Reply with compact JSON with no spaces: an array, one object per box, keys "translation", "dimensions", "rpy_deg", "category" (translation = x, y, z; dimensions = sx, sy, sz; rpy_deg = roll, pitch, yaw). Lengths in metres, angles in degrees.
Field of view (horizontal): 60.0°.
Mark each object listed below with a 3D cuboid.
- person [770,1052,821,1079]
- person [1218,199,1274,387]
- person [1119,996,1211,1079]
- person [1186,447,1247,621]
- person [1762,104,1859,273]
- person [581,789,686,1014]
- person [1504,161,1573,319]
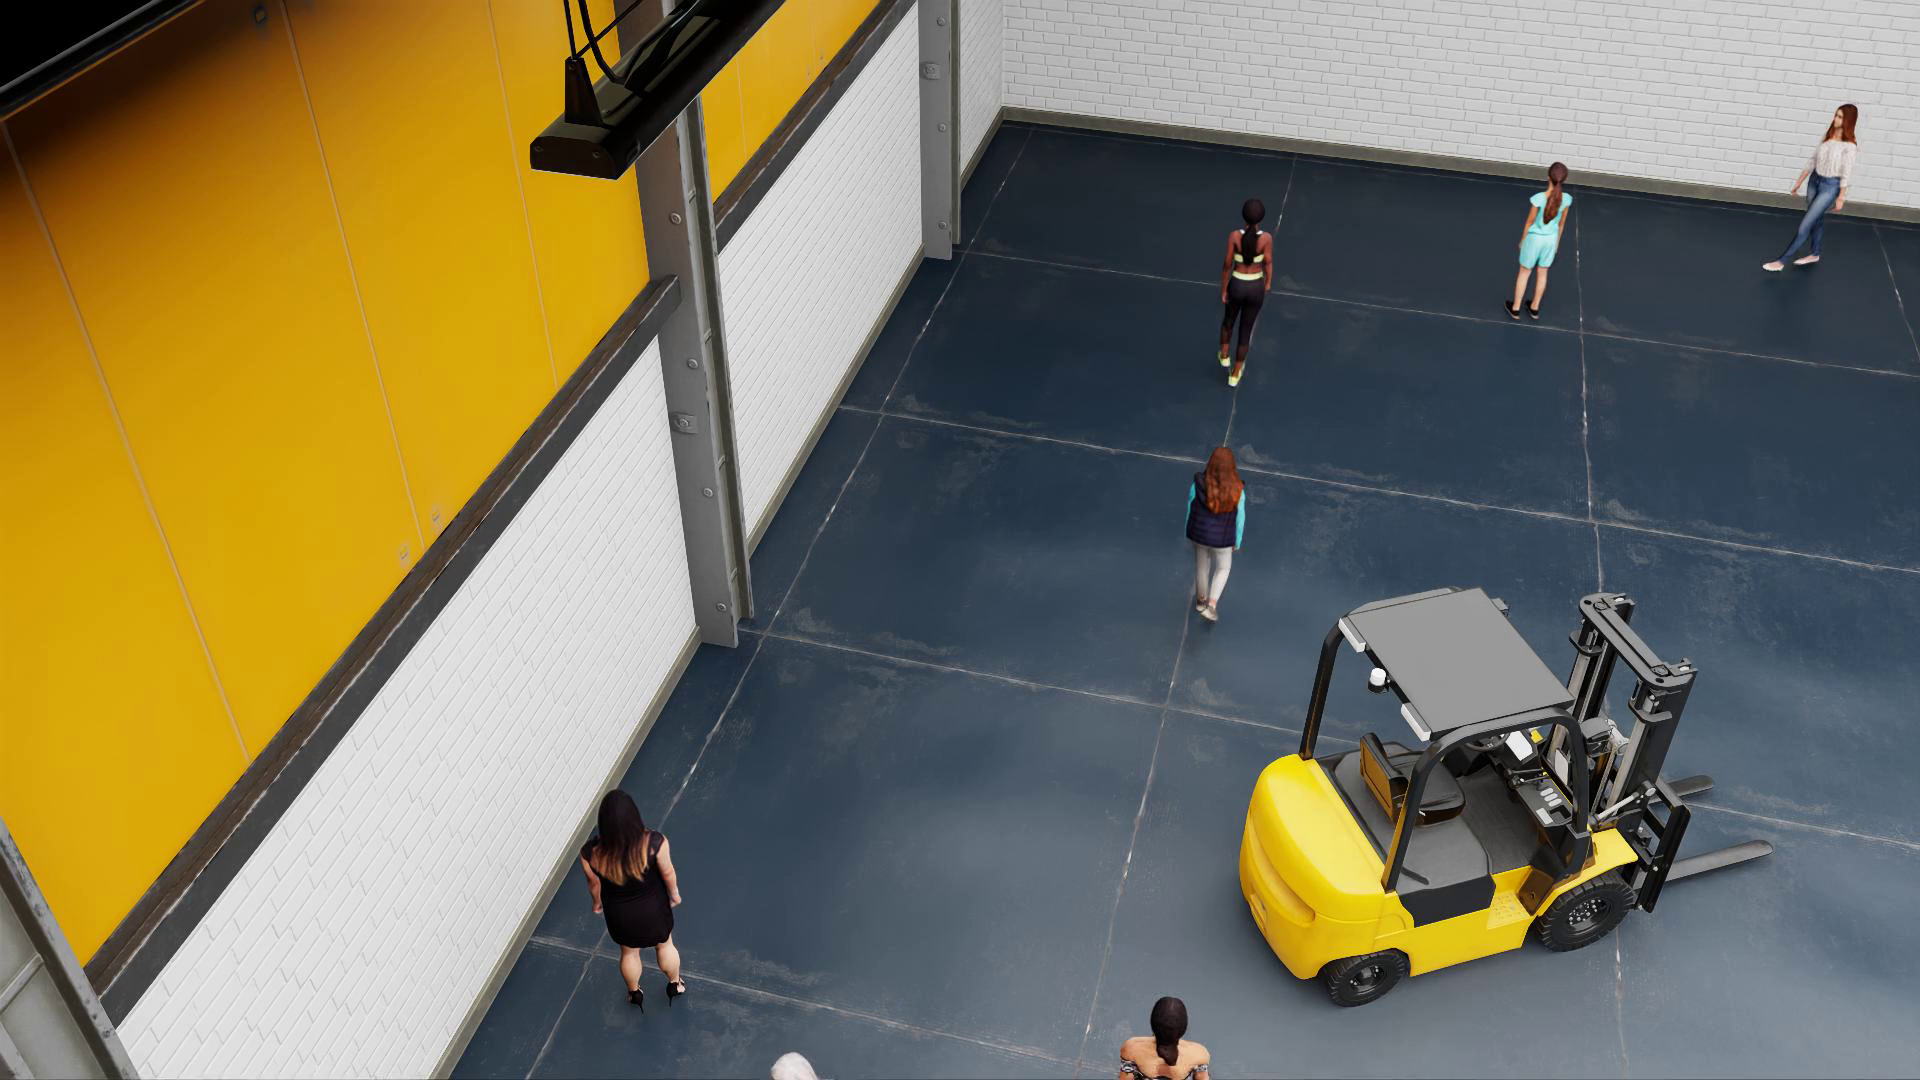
[{"translation":[-0.721,2.992,8.126],"dimensions":[0.603,1.682,0.906],"rpy_deg":[10,40,13],"category":"person"},{"translation":[2.480,-2.109,14.468],"dimensions":[0.564,1.739,0.737],"rpy_deg":[8,39,10],"category":"person"},{"translation":[0.965,2.935,8.127],"dimensions":[0.689,1.771,1.101],"rpy_deg":[5,39,7],"category":"person"},{"translation":[1.821,-0.013,12.042],"dimensions":[0.578,1.493,0.699],"rpy_deg":[11,40,13],"category":"person"},{"translation":[8.443,-3.405,16.122],"dimensions":[0.976,1.701,1.026],"rpy_deg":[-10,40,-12],"category":"person"},{"translation":[-1.806,2.034,9.295],"dimensions":[0.741,1.721,0.743],"rpy_deg":[-6,39,-8],"category":"person"},{"translation":[5.406,-2.785,15.459],"dimensions":[0.612,1.560,0.627],"rpy_deg":[-2,39,-2],"category":"person"}]
